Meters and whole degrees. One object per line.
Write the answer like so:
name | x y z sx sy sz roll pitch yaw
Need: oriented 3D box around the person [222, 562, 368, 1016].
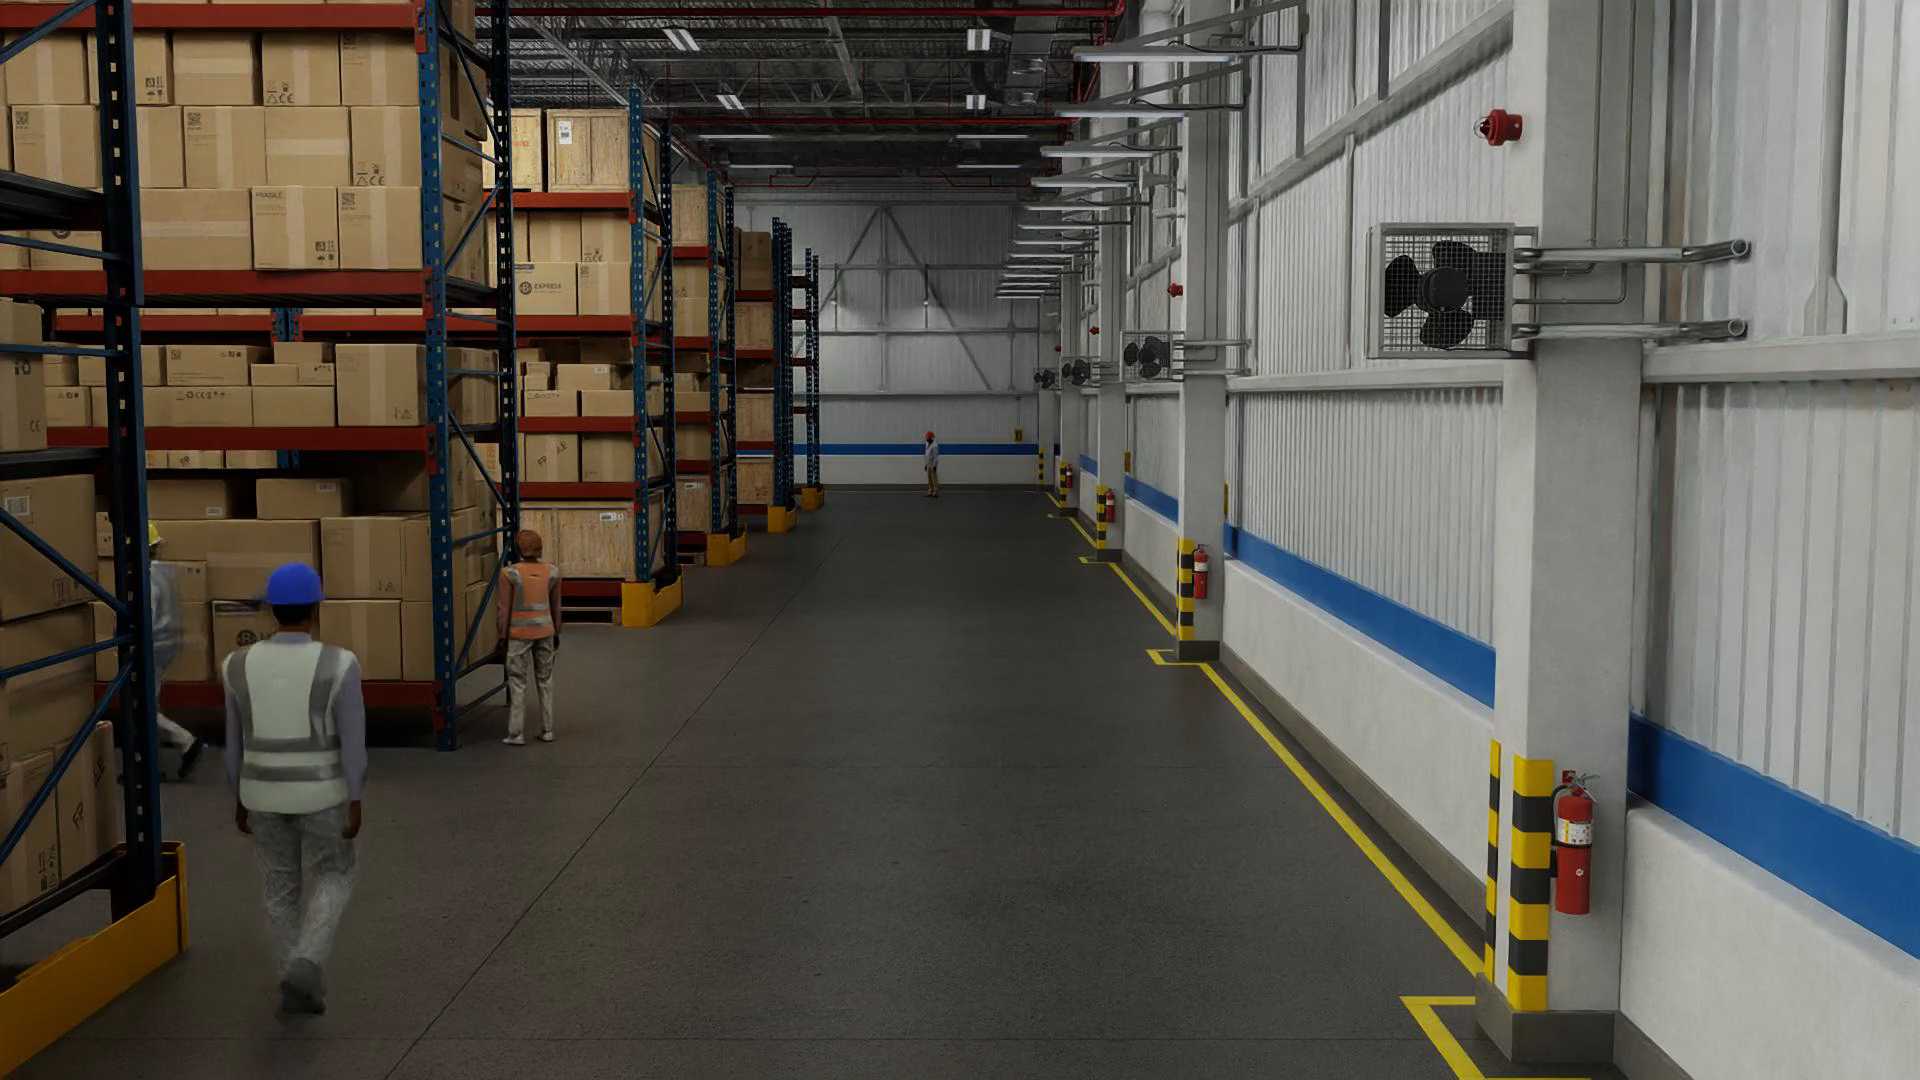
person | -2.793 1.063 6.971 0.612 1.935 0.549 0 5 1

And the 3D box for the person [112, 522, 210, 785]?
person | -5.413 0.761 11.180 0.519 1.812 0.608 -2 5 -18

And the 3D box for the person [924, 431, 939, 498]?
person | -0.775 -1.973 43.462 0.355 1.744 0.565 -3 6 -30

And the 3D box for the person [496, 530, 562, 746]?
person | -3.243 0.734 12.560 0.524 1.632 0.317 -4 7 -42
